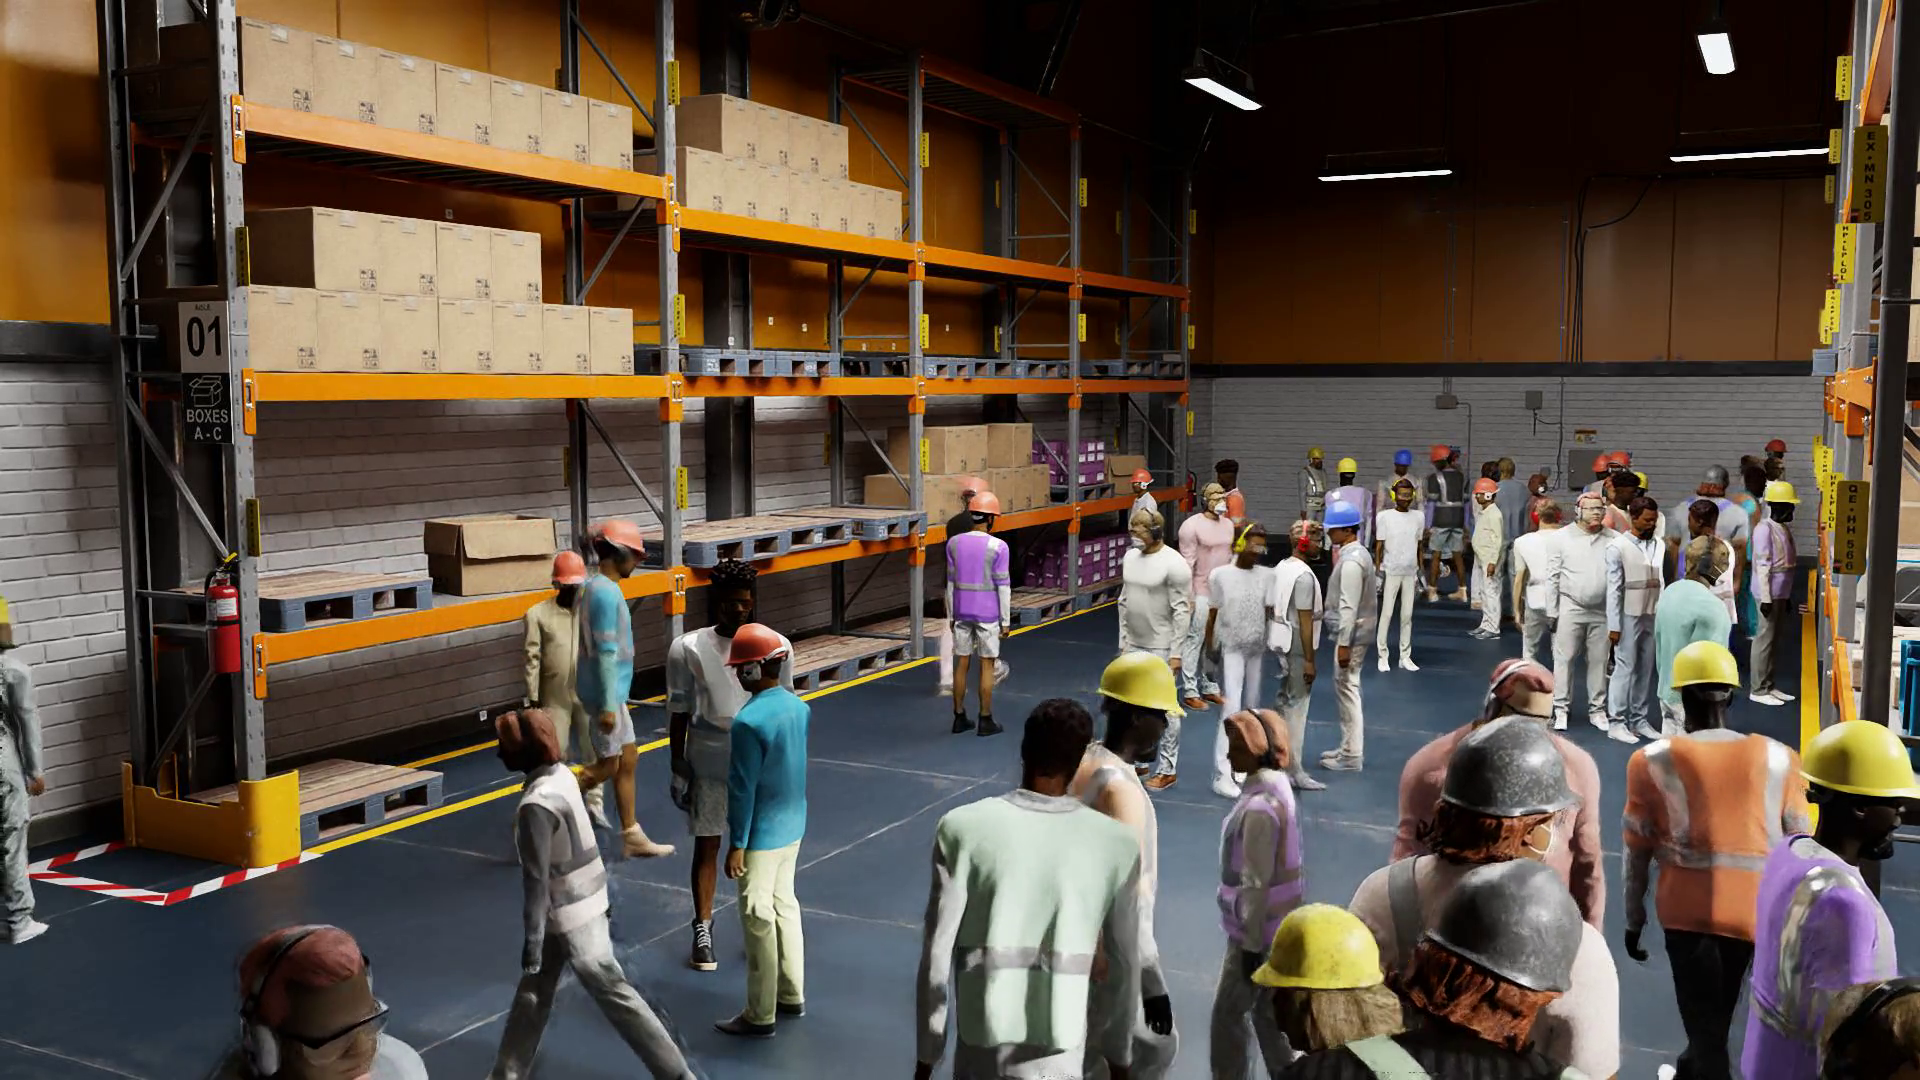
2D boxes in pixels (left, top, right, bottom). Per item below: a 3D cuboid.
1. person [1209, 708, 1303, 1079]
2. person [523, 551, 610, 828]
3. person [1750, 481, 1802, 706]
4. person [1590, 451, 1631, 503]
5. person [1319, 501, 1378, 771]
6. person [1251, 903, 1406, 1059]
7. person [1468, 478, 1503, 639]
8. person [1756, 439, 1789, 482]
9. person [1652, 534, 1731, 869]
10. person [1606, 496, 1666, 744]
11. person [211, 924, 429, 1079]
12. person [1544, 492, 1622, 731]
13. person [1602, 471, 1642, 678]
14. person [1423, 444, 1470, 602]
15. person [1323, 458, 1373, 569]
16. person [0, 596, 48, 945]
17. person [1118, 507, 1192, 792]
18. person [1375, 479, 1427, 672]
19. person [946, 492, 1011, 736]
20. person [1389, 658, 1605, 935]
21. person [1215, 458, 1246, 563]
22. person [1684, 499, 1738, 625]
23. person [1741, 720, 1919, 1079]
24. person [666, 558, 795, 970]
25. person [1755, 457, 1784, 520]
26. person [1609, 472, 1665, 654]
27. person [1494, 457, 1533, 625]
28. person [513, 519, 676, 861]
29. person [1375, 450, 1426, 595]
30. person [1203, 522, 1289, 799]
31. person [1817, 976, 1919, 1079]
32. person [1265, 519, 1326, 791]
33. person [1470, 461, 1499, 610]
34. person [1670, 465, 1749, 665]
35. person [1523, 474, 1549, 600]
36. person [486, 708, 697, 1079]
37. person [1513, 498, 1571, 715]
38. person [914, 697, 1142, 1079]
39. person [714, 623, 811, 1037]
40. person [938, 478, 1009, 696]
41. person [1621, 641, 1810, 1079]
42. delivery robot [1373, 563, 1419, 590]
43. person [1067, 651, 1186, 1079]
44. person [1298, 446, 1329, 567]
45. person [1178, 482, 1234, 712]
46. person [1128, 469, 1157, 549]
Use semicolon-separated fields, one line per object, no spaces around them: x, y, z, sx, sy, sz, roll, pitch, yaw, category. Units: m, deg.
1.073;1.389;5.990;0.497;1.618;0.608;2;6;17;person
-2.399;0.931;10.275;0.573;1.739;0.355;-2;6;-25;person
7.043;0.456;14.374;0.362;1.928;0.587;5;7;41;person
7.681;-0.048;19.505;0.616;1.986;0.407;5;7;43;person
2.767;0.686;11.889;0.421;1.930;0.628;1;6;15;person
0.809;1.581;3.356;0.700;1.720;0.502;-1;5;-6;person
5.706;0.199;18.067;0.343;1.749;0.572;1;5;6;person
11.651;-0.455;23.893;0.618;1.986;0.407;-3;6;-27;person
4.084;0.929;9.256;0.371;1.934;0.627;0;5;-1;person
5.213;0.608;12.853;0.599;1.909;0.401;-3;6;-31;person
-1.149;1.561;2.884;0.709;1.873;0.657;2;6;21;person
4.988;0.569;13.242;0.641;1.913;0.408;0;5;3;person
6.205;0.326;15.642;0.389;1.956;0.603;5;7;44;person
6.164;-0.211;21.087;0.632;2.021;0.462;-2;6;-20;person
4.415;0.026;18.999;0.586;1.928;0.365;-1;5;-14;person
-4.790;1.129;8.197;0.525;1.734;0.334;-1;5;-10;person
1.302;0.736;11.335;0.372;1.933;0.627;-4;7;-36;person
4.232;0.338;15.974;0.533;1.865;0.311;-1;5;-9;person
0.158;0.581;13.075;0.549;1.924;0.386;3;6;27;person
1.742;1.308;5.443;0.734;1.879;0.436;0;5;4;person
2.932;0.090;18.115;0.367;1.964;0.603;0;5;4;person
5.575;0.650;12.424;0.598;1.906;0.404;-5;7;-44;person
2.210;1.405;4.236;0.391;1.918;0.591;1;6;16;person
-1.071;1.051;7.843;0.611;1.958;0.368;-1;5;-14;person
10.404;-0.154;21.435;0.505;1.838;0.349;-4;6;-34;person
6.529;0.298;16.186;0.589;1.912;0.396;2;6;25;person
6.249;0.015;19.069;0.635;1.936;0.355;-2;6;-16;person
-2.105;0.879;9.542;0.833;1.992;0.648;-1;5;-12;person
5.715;-0.205;21.575;0.632;1.936;0.472;1;5;6;person
1.933;0.802;11.318;0.545;1.827;0.704;-2;6;-16;person
1.300;1.561;2.554;0.649;1.917;0.656;0;5;4;person
2.287;0.776;11.377;0.374;1.840;0.569;0;5;-5;person
6.473;-0.052;20.374;0.430;1.836;0.619;4;6;35;person
7.144;0.265;15.827;0.687;2.000;0.949;3;6;32;person
7.347;-0.033;21.262;0.534;1.621;0.290;-2;6;-25;person
-1.420;1.392;6.203;0.919;1.571;0.521;-1;5;-10;person
4.893;0.559;13.845;0.579;1.819;0.722;1;5;9;person
0.190;1.387;4.622;0.626;1.874;0.510;0;5;-1;person
-0.850;1.224;7.126;0.354;1.738;0.574;2;6;20;person
0.111;0.409;14.952;0.612;1.911;1.036;4;7;38;person
2.640;1.286;5.857;0.603;1.855;1.033;0;5;3;person
5.551;0.436;21.361;0.707;0.478;0.477;2;6;17;delivery robot
0.550;1.306;5.321;0.561;1.901;0.625;0;5;0;person
5.374;-0.503;25.192;0.603;1.830;0.404;-5;7;-41;person
2.115;0.473;14.134;0.627;1.941;0.372;-4;7;-40;person
2.169;0.025;19.936;0.326;1.751;0.559;-1;5;-12;person
